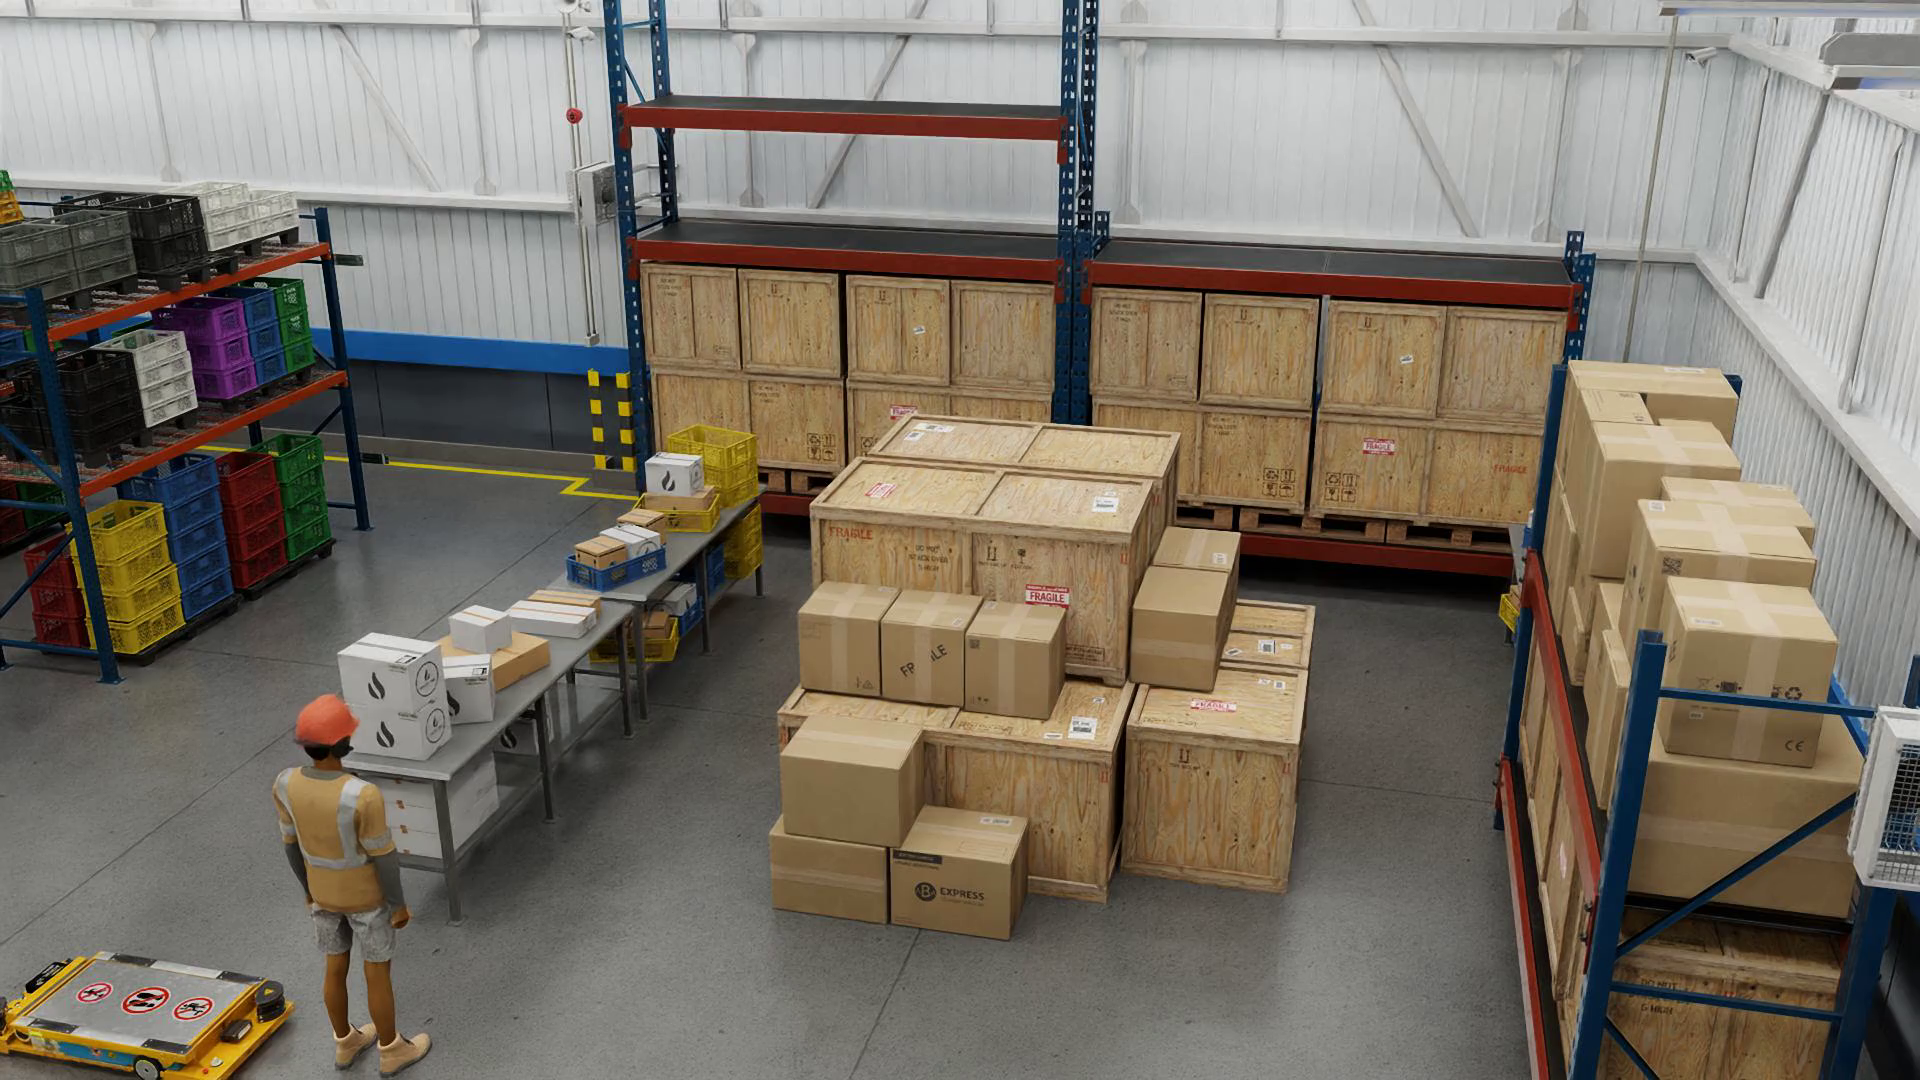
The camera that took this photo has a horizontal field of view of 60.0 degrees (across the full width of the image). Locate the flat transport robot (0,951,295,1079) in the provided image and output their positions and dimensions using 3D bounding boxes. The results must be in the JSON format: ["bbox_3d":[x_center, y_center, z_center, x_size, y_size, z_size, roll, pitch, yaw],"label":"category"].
[{"bbox_3d":[-4.270,2.464,8.601,1.431,0.231,0.659,5,22,13],"label":"flat transport robot"}]

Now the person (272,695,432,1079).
[{"bbox_3d":[-2.972,1.697,8.121,0.606,2.048,0.365,6,22,16],"label":"person"}]
